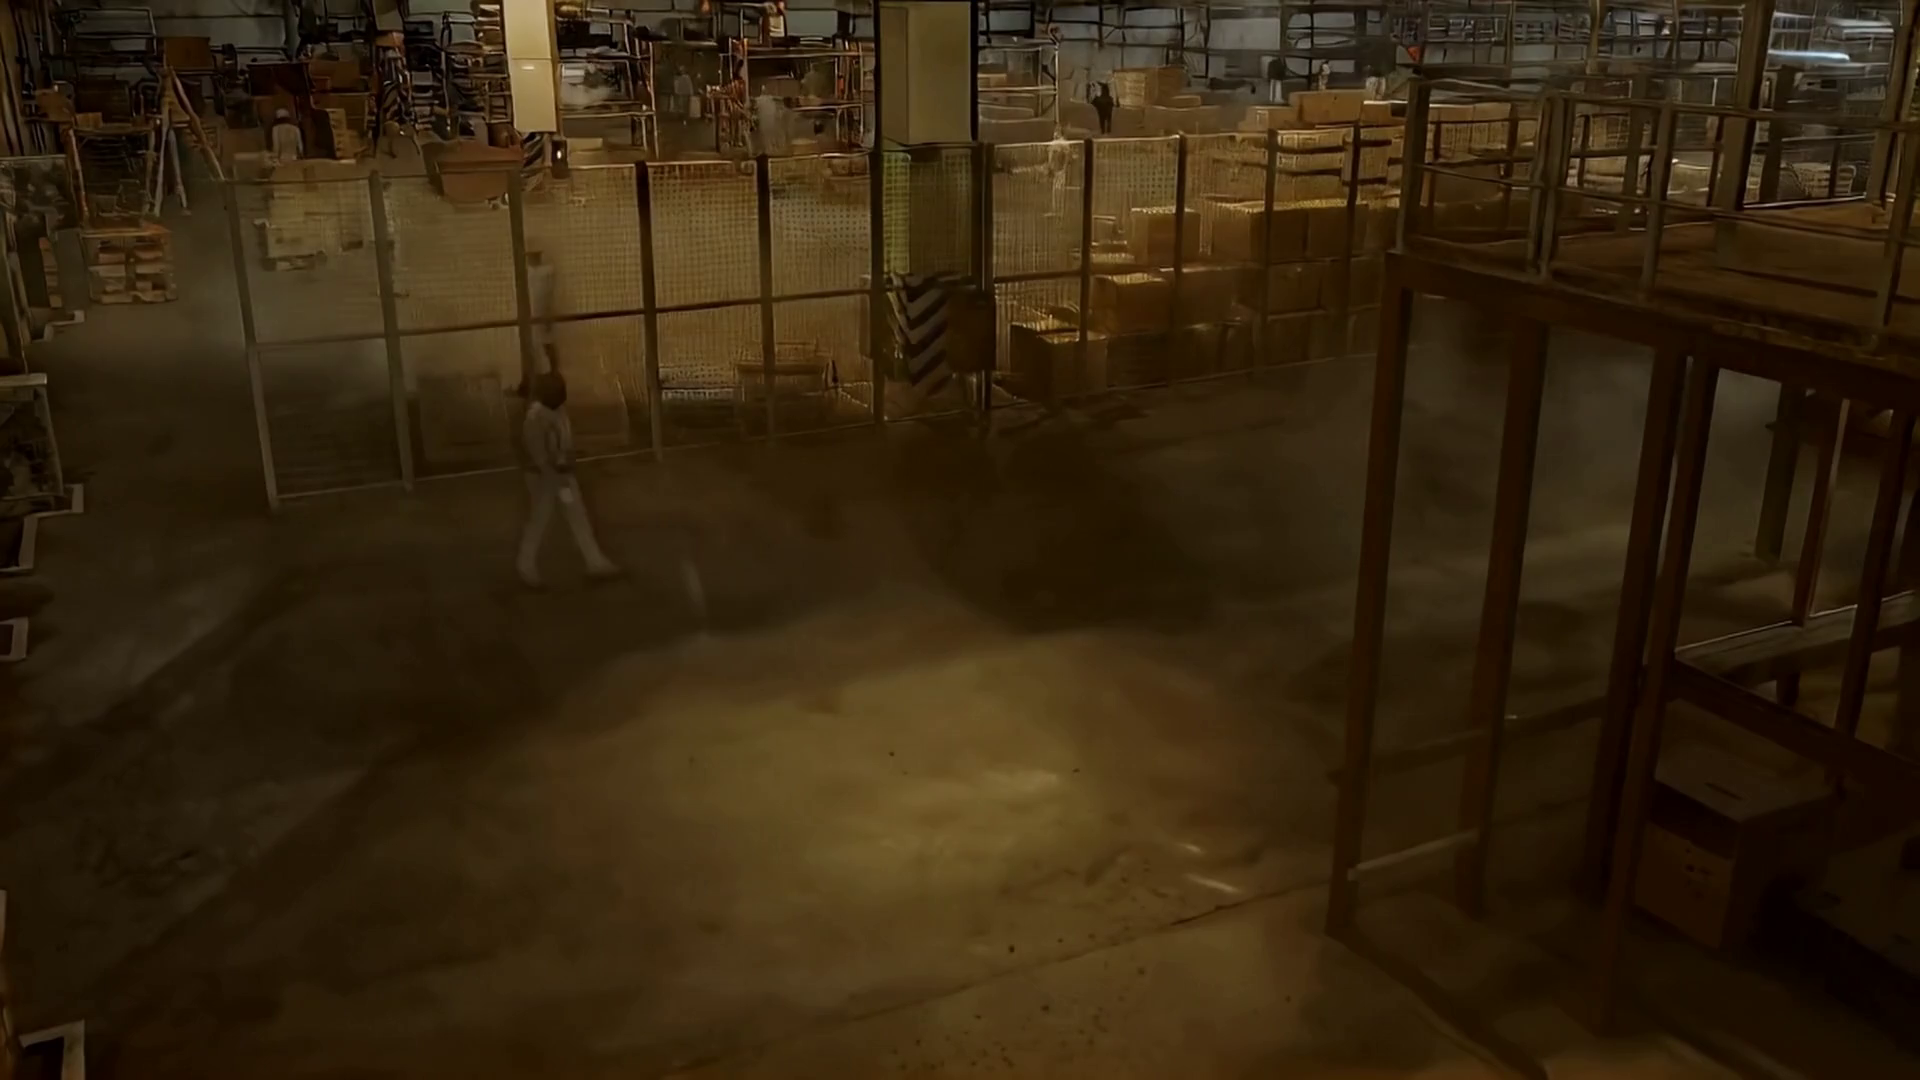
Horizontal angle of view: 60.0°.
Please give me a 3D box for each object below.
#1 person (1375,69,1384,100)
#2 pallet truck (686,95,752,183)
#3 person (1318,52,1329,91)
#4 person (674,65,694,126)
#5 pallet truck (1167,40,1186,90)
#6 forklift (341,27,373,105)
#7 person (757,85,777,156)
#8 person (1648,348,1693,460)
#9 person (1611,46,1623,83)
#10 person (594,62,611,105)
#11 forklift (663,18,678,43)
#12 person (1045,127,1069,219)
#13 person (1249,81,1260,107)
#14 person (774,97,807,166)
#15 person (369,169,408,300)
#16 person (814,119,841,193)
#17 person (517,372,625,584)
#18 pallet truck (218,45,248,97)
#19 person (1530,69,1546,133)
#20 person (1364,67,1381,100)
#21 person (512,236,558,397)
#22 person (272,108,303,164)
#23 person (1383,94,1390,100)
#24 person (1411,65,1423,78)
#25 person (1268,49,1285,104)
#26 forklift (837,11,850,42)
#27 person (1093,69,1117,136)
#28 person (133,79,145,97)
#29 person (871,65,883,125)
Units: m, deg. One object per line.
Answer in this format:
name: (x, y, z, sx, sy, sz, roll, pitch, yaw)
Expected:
person: (14.186, -15.130, 56.401, 0.308, 1.641, 0.514, 3, 19, 9)
pallet truck: (-5.836, -9.608, 39.856, 0.823, 1.965, 1.885, 10, 22, 27)
person: (13.606, -17.306, 62.341, 0.337, 1.882, 0.584, -5, 20, -13)
person: (-8.973, -14.455, 54.042, 0.635, 1.916, 0.855, -10, 21, -26)
pallet truck: (9.045, -19.971, 69.895, 0.823, 1.965, 1.885, -3, 19, -8)
forklift: (-22.275, -17.346, 60.954, 1.873, 2.768, 1.129, -9, 21, -25)
person: (-5.166, -11.153, 44.431, 0.373, 1.935, 0.628, 15, 24, 38)
person: (7.296, -1.582, 17.039, 0.510, 1.686, 0.917, 18, 26, 42)
person: (29.186, -21.103, 73.788, 0.516, 1.577, 0.869, -8, 21, -23)
person: (-12.395, -15.727, 57.730, 0.599, 1.906, 0.759, -8, 20, -21)
forklift: (-12.438, -21.076, 71.764, 1.873, 2.768, 1.129, -9, 21, -25)
person: (1.995, -7.492, 33.948, 0.534, 1.856, 0.367, 11, 22, 29)
person: (8.293, -12.097, 47.274, 0.386, 1.859, 0.549, 10, 21, 27)
person: (-4.441, -10.459, 42.677, 0.982, 1.773, 0.652, -12, 23, -32)
person: (-8.869, -4.712, 25.664, 0.375, 1.997, 0.612, -13, 23, -33)
person: (-3.023, -8.662, 37.609, 0.642, 1.676, 0.534, 6, 20, 16)
person: (-3.318, -0.494, 13.748, 0.889, 1.799, 0.633, 3, 19, 8)
pallet truck: (-28.879, -18.665, 66.111, 0.823, 1.965, 1.885, -3, 19, -9)
person: (17.877, -13.504, 51.254, 0.543, 1.928, 0.374, -3, 19, -9)
person: (13.241, -14.300, 53.680, 0.879, 1.863, 0.579, -7, 20, -19)
person: (-5.096, -2.629, 19.743, 0.571, 1.913, 0.780, 10, 21, 26)
person: (-15.144, -8.761, 37.540, 0.615, 1.904, 0.656, -4, 19, -10)
person: (10.575, -10.138, 41.510, 0.589, 1.920, 0.398, 5, 20, 14)
person: (15.855, -15.670, 57.883, 0.536, 1.697, 0.318, -11, 22, -29)
person: (11.857, -17.350, 62.298, 0.618, 1.997, 0.373, 6, 20, 16)
forklift: (-5.827, -25.026, 83.217, 1.873, 2.768, 1.129, -9, 21, -25)
person: (4.409, -13.369, 50.693, 0.754, 2.000, 0.782, 1, 19, 4)
person: (-25.335, -13.407, 51.424, 0.526, 1.631, 0.319, 6, 20, 17)
person: (-2.555, -14.363, 53.761, 0.646, 1.910, 0.750, -8, 21, -23)
